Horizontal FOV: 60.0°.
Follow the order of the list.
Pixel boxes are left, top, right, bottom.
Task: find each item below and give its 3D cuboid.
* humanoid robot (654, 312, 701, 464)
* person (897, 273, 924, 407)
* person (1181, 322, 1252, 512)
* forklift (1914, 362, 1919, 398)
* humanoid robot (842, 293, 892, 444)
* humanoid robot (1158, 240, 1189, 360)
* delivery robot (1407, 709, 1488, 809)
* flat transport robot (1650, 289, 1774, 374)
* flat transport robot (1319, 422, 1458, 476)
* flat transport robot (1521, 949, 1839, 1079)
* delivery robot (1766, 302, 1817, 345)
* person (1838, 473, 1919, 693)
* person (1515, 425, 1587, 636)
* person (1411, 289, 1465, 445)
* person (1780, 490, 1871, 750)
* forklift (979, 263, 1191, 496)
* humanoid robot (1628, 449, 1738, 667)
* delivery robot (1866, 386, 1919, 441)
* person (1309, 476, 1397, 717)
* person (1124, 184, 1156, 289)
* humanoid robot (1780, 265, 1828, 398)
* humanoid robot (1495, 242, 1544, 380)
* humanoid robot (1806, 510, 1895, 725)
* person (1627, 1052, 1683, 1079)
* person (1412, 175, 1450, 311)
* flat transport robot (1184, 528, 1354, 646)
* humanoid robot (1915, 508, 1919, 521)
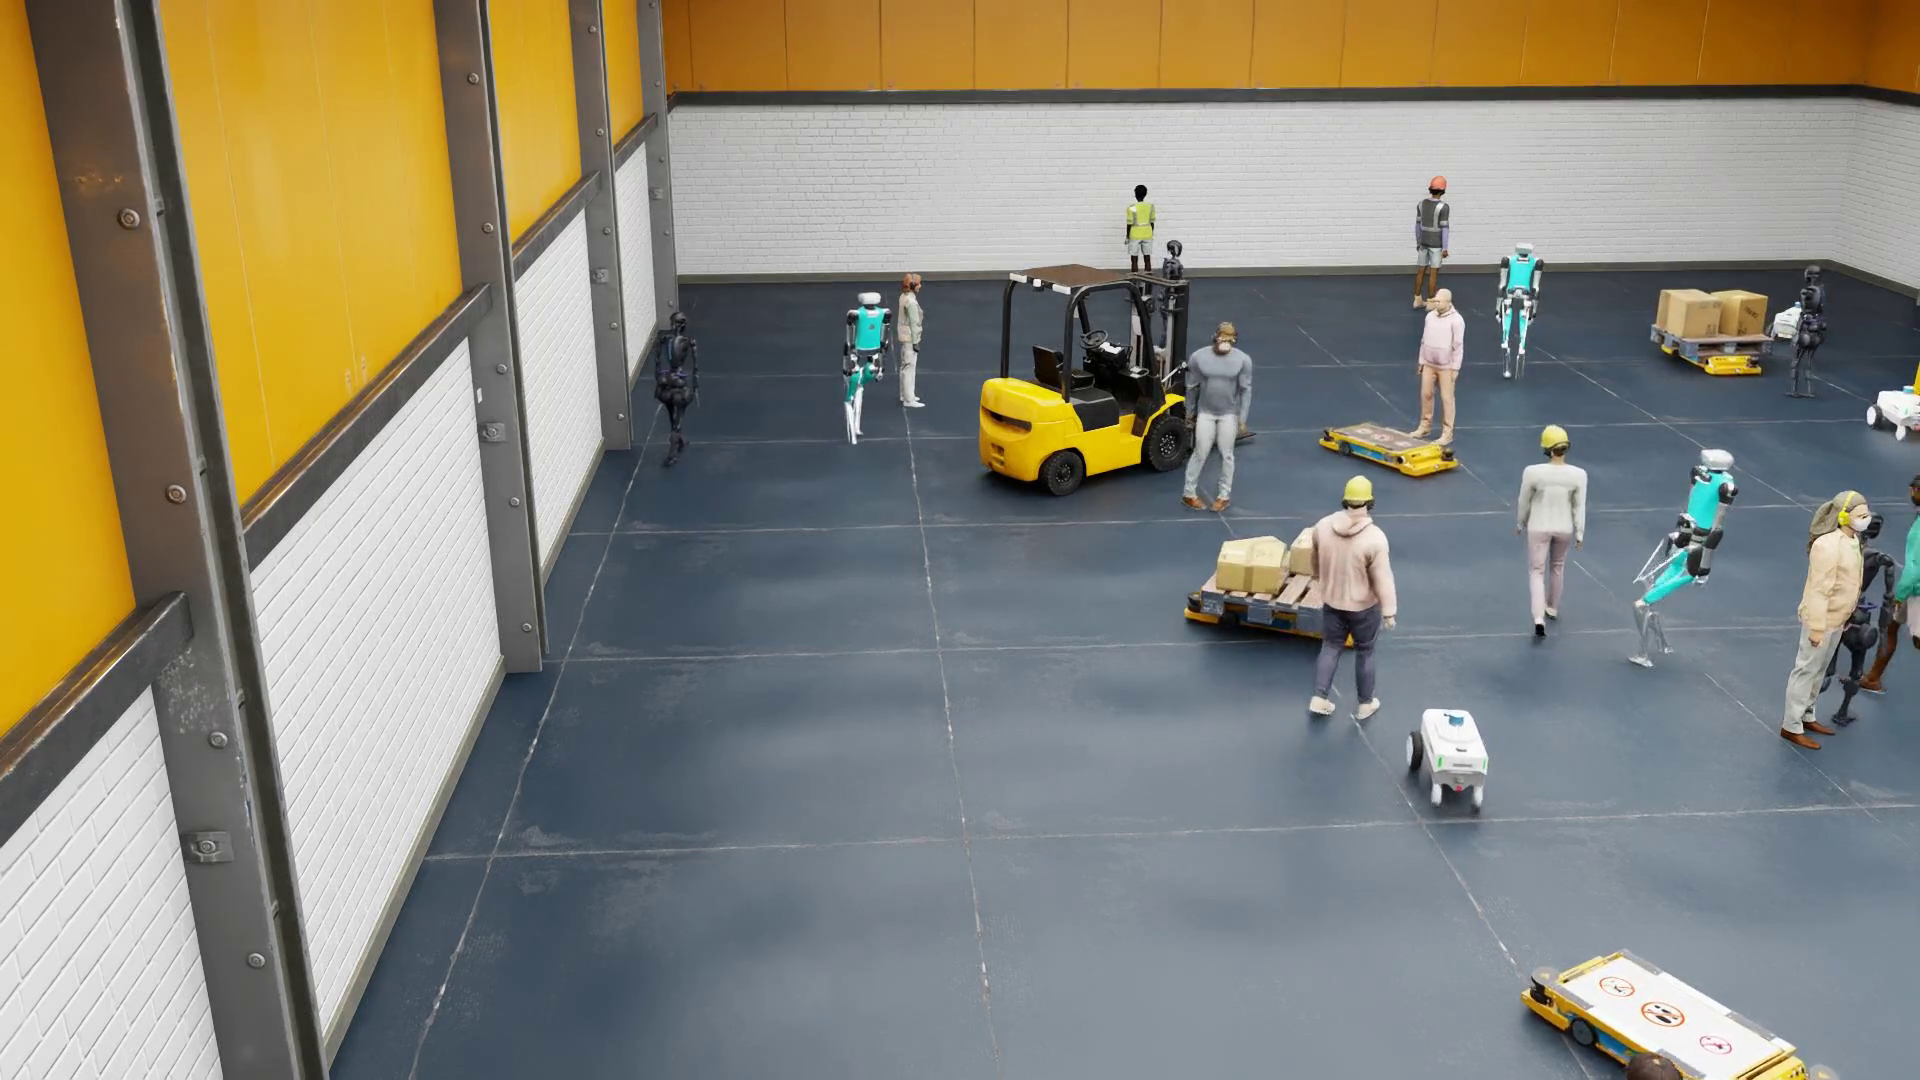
[{"bbox_3d":[-3.093,-1.686,18.220,0.605,1.625,0.749,9,22,22],"label":"humanoid robot"},{"bbox_3d":[-0.610,-2.436,20.287,0.312,1.632,0.519,-5,21,-13],"label":"person"},{"bbox_3d":[2.557,-1.226,16.587,0.647,1.915,0.449,2,20,5],"label":"person"},{"bbox_3d":[12.602,-2.435,19.475,2.313,2.155,1.214,-1,20,-4],"label":"forklift"},{"bbox_3d":[-1.146,-1.964,18.885,0.560,1.799,0.799,-10,22,-25],"label":"humanoid robot"},{"bbox_3d":[2.861,-3.184,22.264,0.497,1.643,0.588,7,21,19],"label":"humanoid robot"},{"bbox_3d":[3.344,1.444,11.301,0.499,0.610,0.813,2,20,6],"label":"delivery robot"},{"bbox_3d":[10.107,-2.494,22.423,0.659,0.231,1.431,-2,20,-5],"label":"flat transport robot"},{"bbox_3d":[4.726,-1.015,18.393,0.659,0.231,1.431,-13,24,-31],"label":"flat transport robot"},{"bbox_3d":[3.693,2.583,8.590,0.659,0.231,1.431,-12,23,-30],"label":"flat transport robot"},{"bbox_3d":[11.822,-3.055,23.563,0.786,0.614,0.499,-16,26,-38],"label":"delivery robot"},{"bbox_3d":[7.222,0.379,12.367,0.889,1.812,0.509,13,24,31],"label":"person"},{"bbox_3d":[4.882,-0.081,13.721,0.522,1.727,0.774,1,20,1],"label":"person"},{"bbox_3d":[5.454,-1.969,18.818,0.409,1.771,0.547,-16,26,-37],"label":"person"},{"bbox_3d":[6.140,0.544,11.818,0.553,1.877,0.404,-19,27,-41],"label":"person"},{"bbox_3d":[1.315,-1.764,17.646,2.313,2.155,1.214,-14,24,-33],"label":"forklift"},{"bbox_3d":[5.567,0.151,13.120,0.839,1.766,0.542,-2,20,-6],"label":"humanoid robot"},{"bbox_3d":[10.927,-1.491,19.262,0.499,0.586,0.773,1,20,3],"label":"delivery robot"},{"bbox_3d":[2.843,0.428,12.179,0.792,1.836,0.611,16,26,37],"label":"person"},{"bbox_3d":[2.909,-4.882,26.853,0.539,1.695,0.317,-7,21,-18],"label":"person"},{"bbox_3d":[10.534,-2.577,20.616,0.610,1.639,0.394,-15,25,-35],"label":"humanoid robot"},{"bbox_3d":[7.161,-2.843,21.384,0.541,1.871,0.767,5,21,13],"label":"humanoid robot"},{"bbox_3d":[6.395,0.576,12.023,0.532,1.630,0.597,-10,23,-26],"label":"humanoid robot"},{"bbox_3d":[2.481,2.673,6.169,0.470,1.769,0.378,-4,21,-11],"label":"person"},{"bbox_3d":[7.221,-4.527,25.388,0.370,2.043,0.613,-12,23,-30],"label":"person"},{"bbox_3d":[2.675,0.587,14.029,1.431,0.231,0.659,9,22,24],"label":"flat transport robot"},{"bbox_3d":[8.036,0.005,13.515,0.544,1.779,0.929,12,23,29],"label":"humanoid robot"}]
